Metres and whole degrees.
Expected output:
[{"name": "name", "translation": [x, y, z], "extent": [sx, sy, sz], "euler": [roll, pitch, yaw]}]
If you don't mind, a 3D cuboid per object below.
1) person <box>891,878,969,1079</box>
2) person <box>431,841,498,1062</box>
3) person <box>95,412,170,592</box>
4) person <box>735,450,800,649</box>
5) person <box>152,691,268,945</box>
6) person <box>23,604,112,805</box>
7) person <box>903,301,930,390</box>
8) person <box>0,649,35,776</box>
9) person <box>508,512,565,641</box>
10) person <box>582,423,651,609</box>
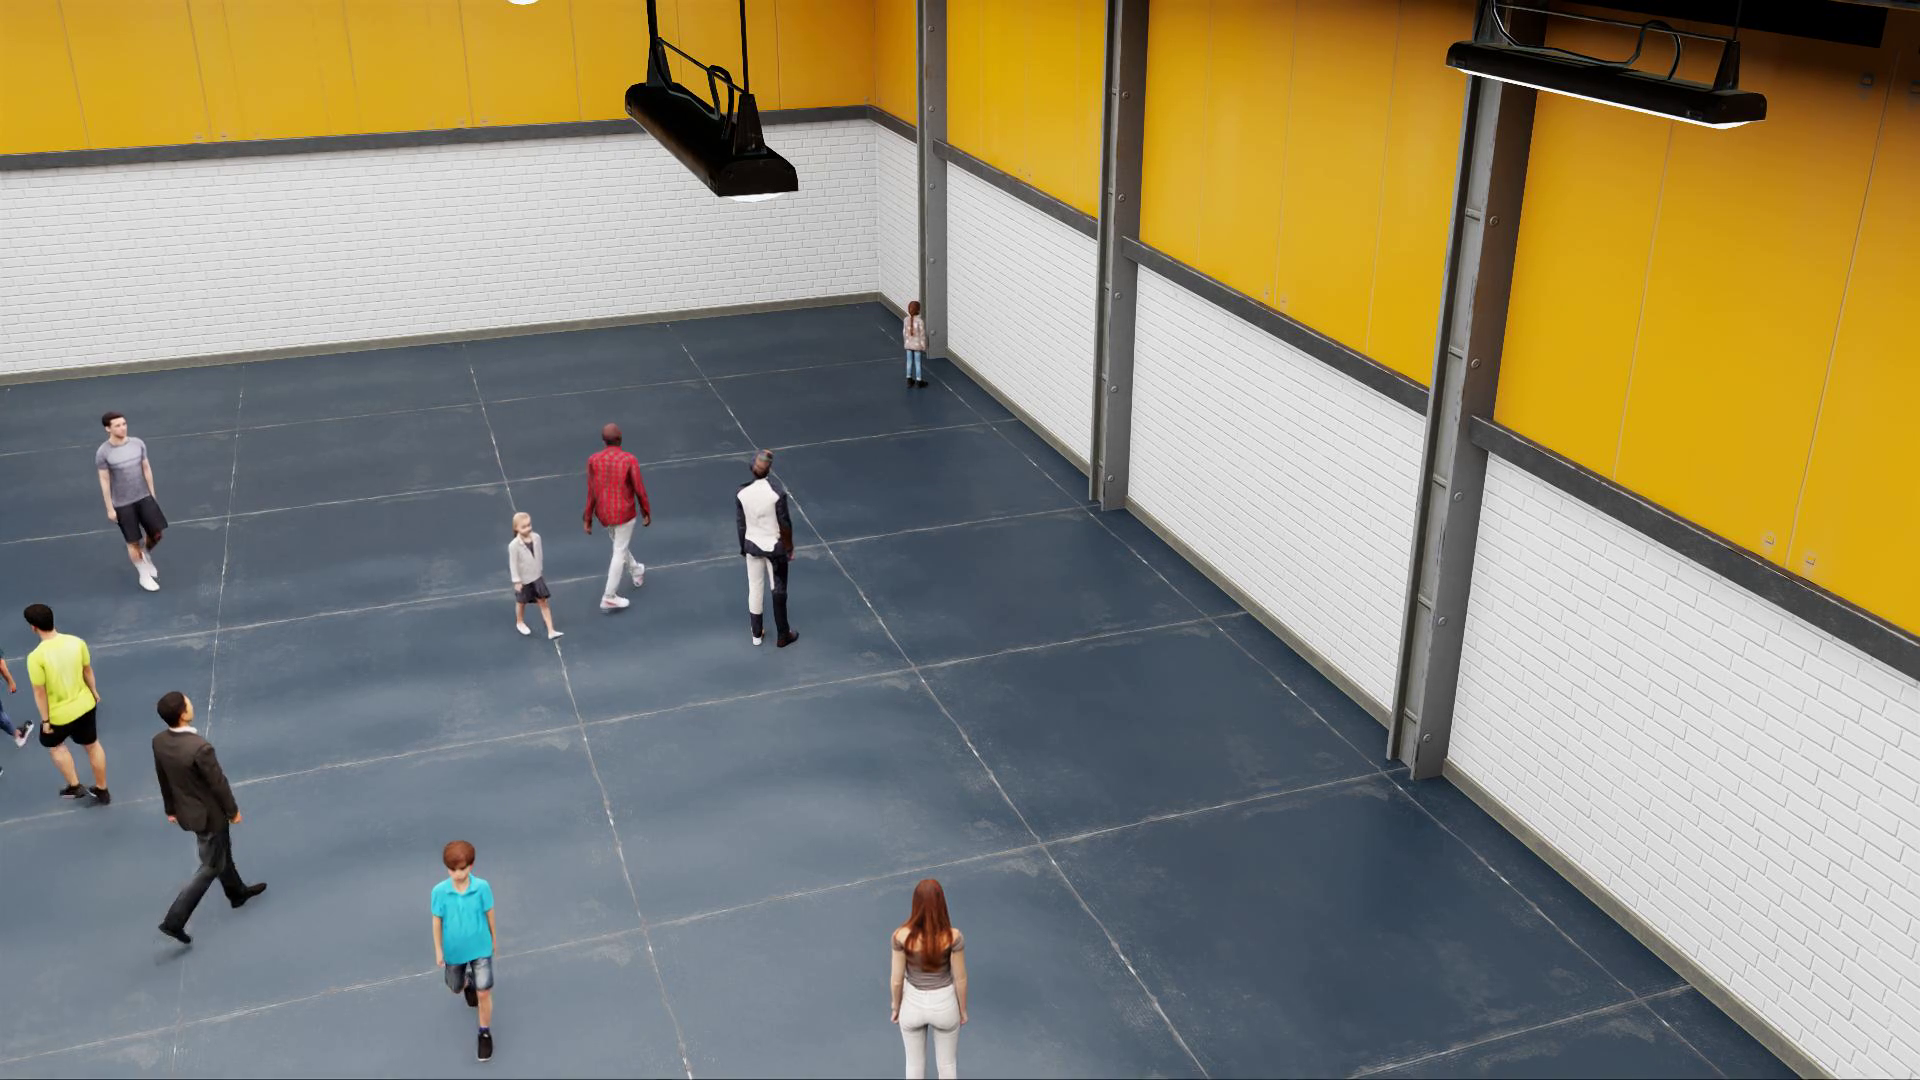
[{"name": "person", "translation": [-0.179, 2.684, 9.505], "extent": [0.659, 1.724, 0.633], "euler": [0, 24, 1]}, {"name": "person", "translation": [-3.071, 2.476, 10.342], "extent": [0.611, 1.435, 0.904], "euler": [-5, 24, -12]}, {"name": "person", "translation": [-8.235, -0.412, 16.421], "extent": [0.903, 1.857, 0.832], "euler": [20, 30, 38]}, {"name": "person", "translation": [-1.780, 0.079, 15.252], "extent": [0.778, 1.893, 0.797], "euler": [6, 24, 14]}, {"name": "person", "translation": [-5.202, 1.887, 11.263], "extent": [1.139, 1.777, 1.152], "euler": [13, 27, 28]}, {"name": "person", "translation": [-6.785, 1.292, 12.734], "extent": [0.853, 1.687, 0.811], "euler": [16, 28, 32]}, {"name": "person", "translation": [-0.615, -2.631, 22.326], "extent": [0.553, 1.194, 0.622], "euler": [13, 27, 27]}, {"name": "person", "translation": [-7.783, 1.181, 13.120], "extent": [0.918, 1.582, 1.121], "euler": [3, 24, 7]}, {"name": "person", "translation": [-4.059, 0.328, 15.495], "extent": [0.746, 1.244, 0.933], "euler": [-21, 31, -40]}, {"name": "person", "translation": [-3.352, -0.200, 16.038], "extent": [1.125, 1.775, 1.282], "euler": [7, 24, 15]}]
